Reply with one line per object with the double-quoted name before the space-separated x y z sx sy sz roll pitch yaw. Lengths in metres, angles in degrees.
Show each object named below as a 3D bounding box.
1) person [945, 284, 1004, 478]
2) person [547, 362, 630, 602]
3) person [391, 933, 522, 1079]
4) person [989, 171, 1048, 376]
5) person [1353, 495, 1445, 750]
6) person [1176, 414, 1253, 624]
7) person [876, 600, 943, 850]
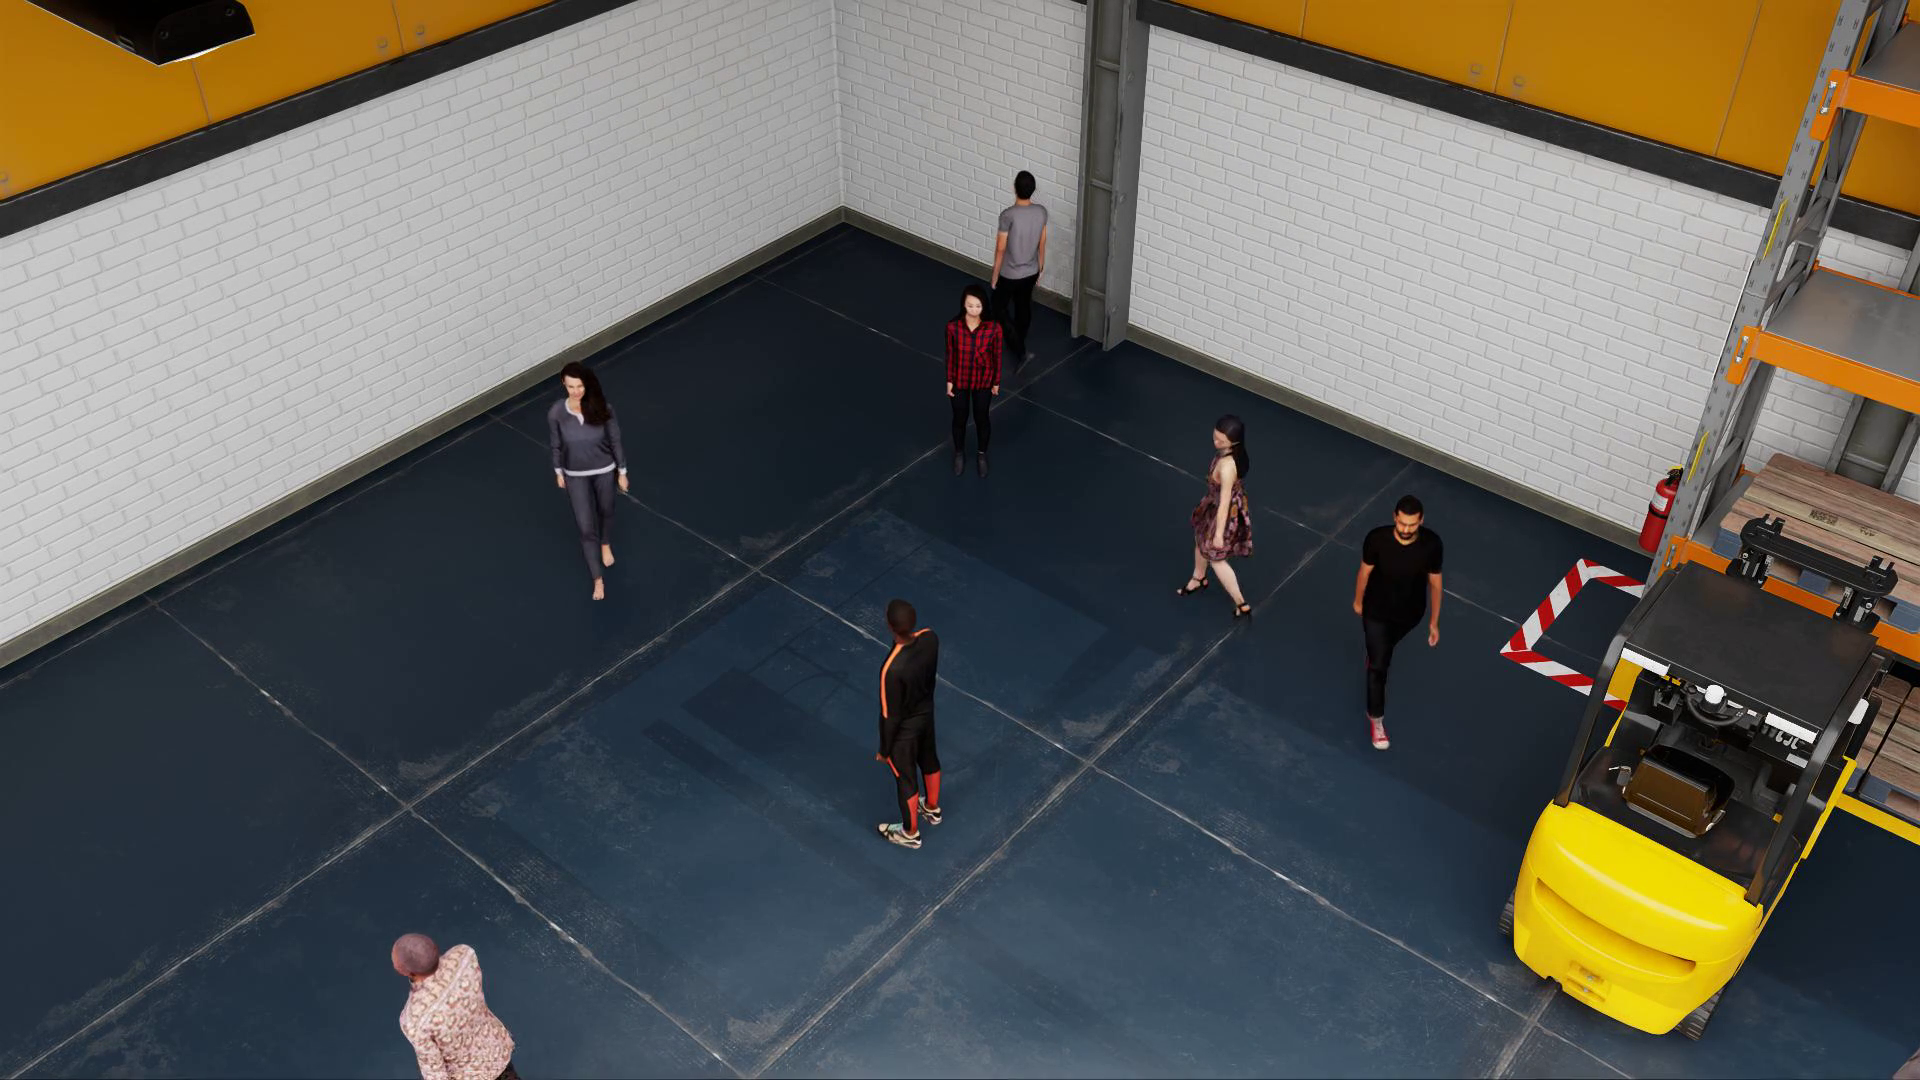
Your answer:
"person" 0.086 -1.213 12.518 0.631 1.652 0.717 2 39 2
"person" -2.586 -0.523 11.580 0.927 1.744 1.059 -12 40 -14
"person" -2.235 2.473 7.814 1.233 1.762 0.922 16 41 19
"person" 0.493 -2.179 13.655 0.815 1.741 0.999 -22 43 -25
"person" 2.718 0.378 10.480 1.162 1.708 1.173 -1 39 -1
"person" 1.784 -0.102 11.065 0.926 1.728 0.824 18 42 21
"person" -0.283 1.047 9.563 0.536 1.808 0.624 26 45 29
